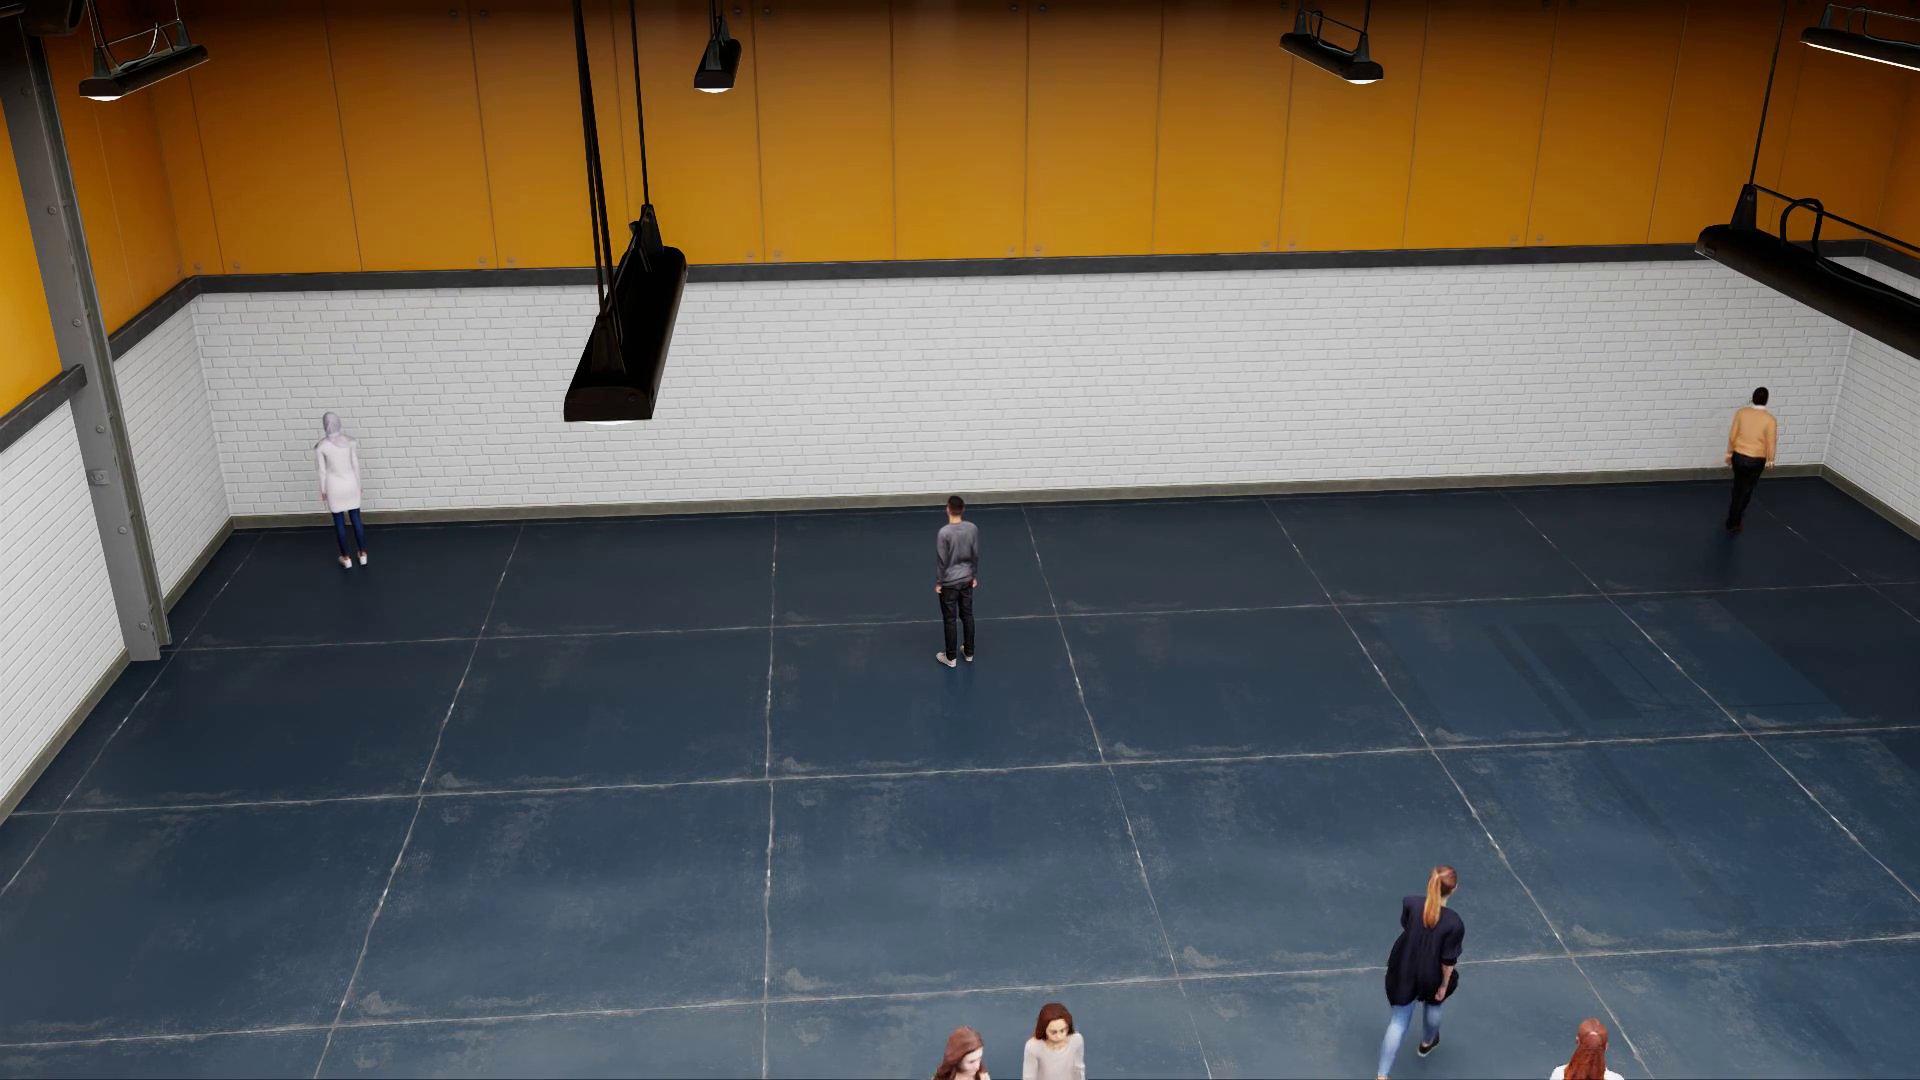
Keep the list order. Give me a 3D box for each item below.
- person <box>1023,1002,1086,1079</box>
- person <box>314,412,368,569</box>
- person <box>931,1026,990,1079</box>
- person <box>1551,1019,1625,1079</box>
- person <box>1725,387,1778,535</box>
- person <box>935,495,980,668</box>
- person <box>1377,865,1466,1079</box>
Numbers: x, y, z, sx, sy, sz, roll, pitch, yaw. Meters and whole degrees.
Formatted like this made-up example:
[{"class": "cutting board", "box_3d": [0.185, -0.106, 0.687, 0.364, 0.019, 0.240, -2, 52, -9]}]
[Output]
[{"class": "person", "box_3d": [0.541, 3.316, 9.990, 0.653, 1.470, 0.751, -12, 26, -26]}, {"class": "person", "box_3d": [-6.858, -0.561, 18.483, 0.694, 1.772, 0.699, -14, 27, -29]}, {"class": "person", "box_3d": [-0.064, 3.419, 9.469, 0.795, 1.698, 1.179, -7, 24, -15]}, {"class": "person", "box_3d": [3.439, 3.484, 9.295, 0.829, 1.720, 1.104, 7, 25, 15]}, {"class": "person", "box_3d": [9.114, -0.904, 19.313, 0.953, 1.735, 0.939, -16, 28, -32]}, {"class": "person", "box_3d": [-0.040, 0.392, 16.317, 0.692, 1.760, 0.669, -13, 27, -27]}, {"class": "person", "box_3d": [2.949, 2.875, 10.783, 1.108, 1.643, 1.204, 16, 28, 32]}]
